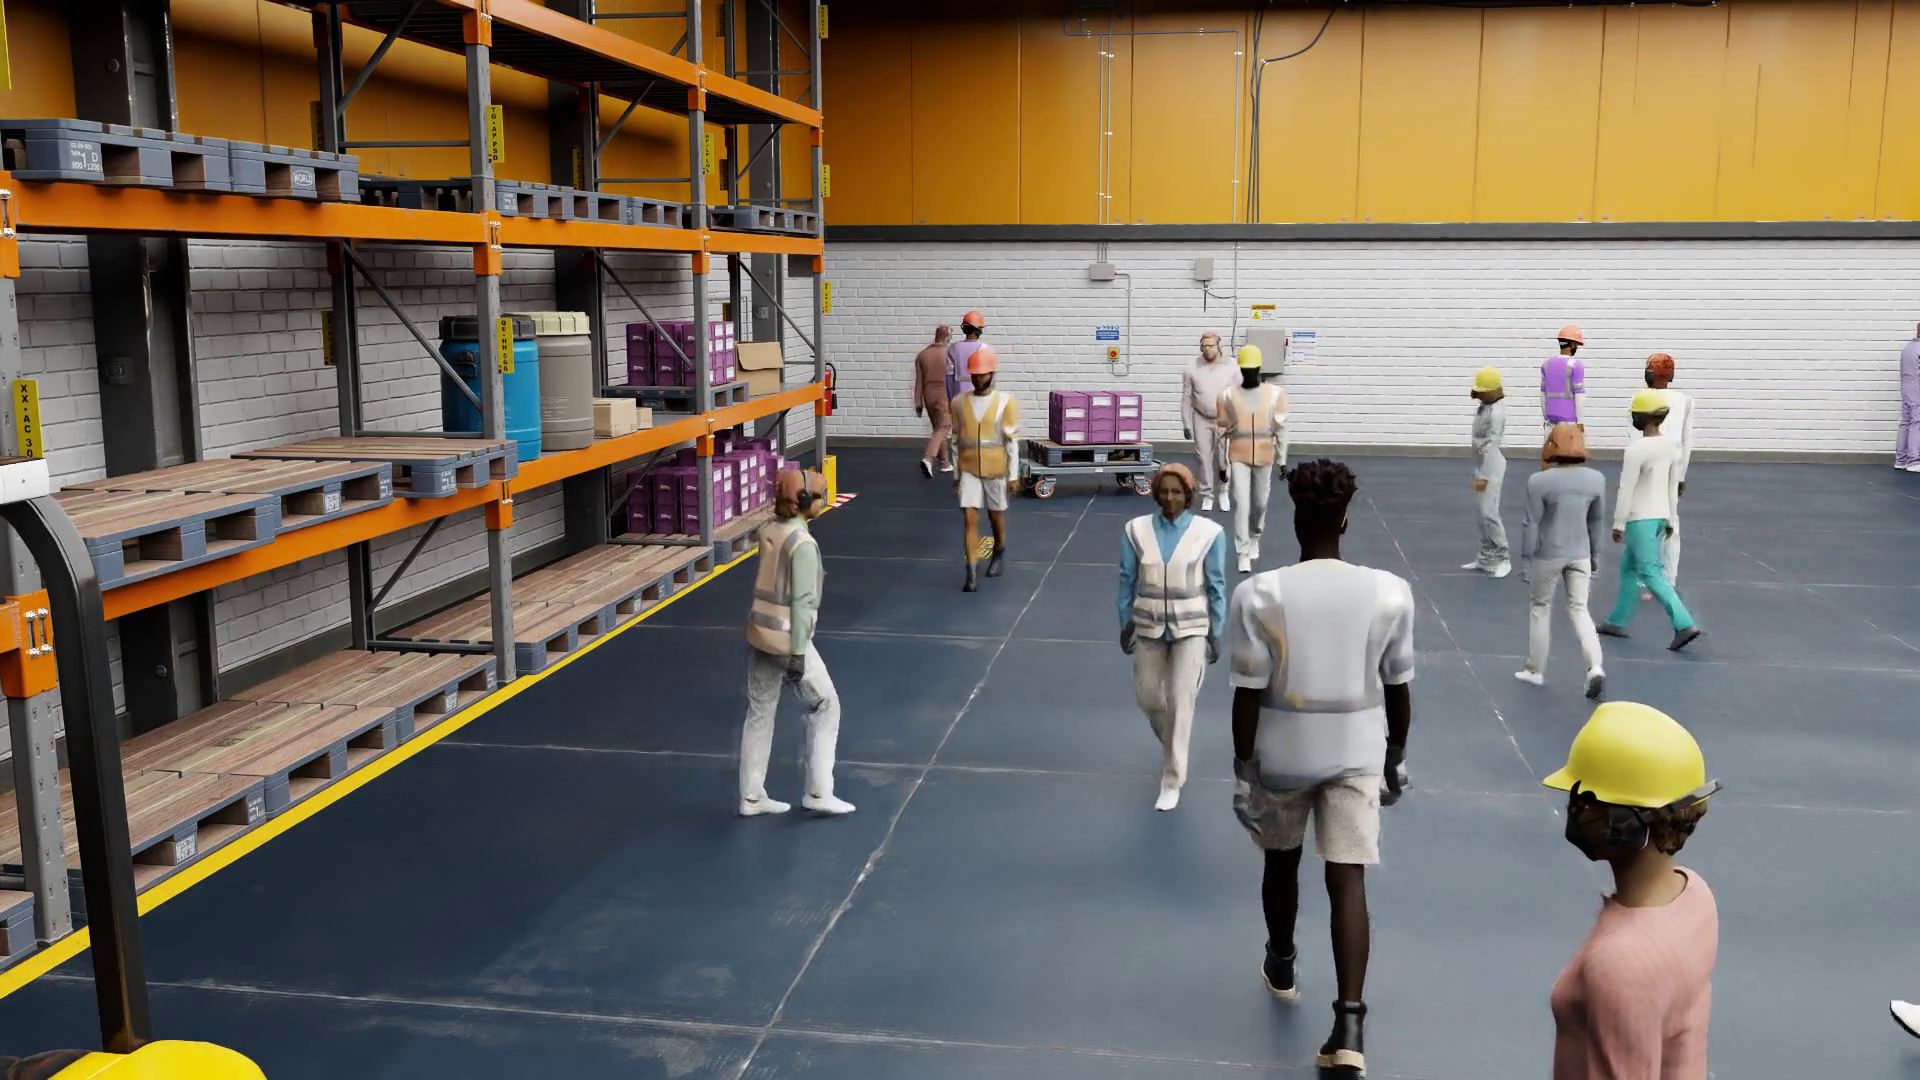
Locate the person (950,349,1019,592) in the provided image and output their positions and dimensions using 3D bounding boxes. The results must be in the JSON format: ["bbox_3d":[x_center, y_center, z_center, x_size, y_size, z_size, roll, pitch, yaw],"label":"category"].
[{"bbox_3d":[0.202,-0.585,13.304,0.555,1.903,0.962,2,9,10],"label":"person"}]

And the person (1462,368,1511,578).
[{"bbox_3d":[4.344,-0.552,13.689,0.368,1.718,0.544,1,9,4],"label":"person"}]

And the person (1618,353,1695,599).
[{"bbox_3d":[5.313,-0.484,12.719,0.575,1.881,0.356,-3,10,-18],"label":"person"}]

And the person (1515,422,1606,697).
[{"bbox_3d":[3.581,0.118,9.875,0.517,1.638,0.584,-1,9,-7],"label":"person"}]

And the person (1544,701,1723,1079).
[{"bbox_3d":[1.167,1.156,2.961,0.331,1.768,0.527,6,11,35],"label":"person"}]

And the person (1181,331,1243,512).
[{"bbox_3d":[2.615,-1.220,17.249,0.660,1.882,0.547,2,9,13],"label":"person"}]

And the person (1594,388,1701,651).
[{"bbox_3d":[4.620,-0.145,11.088,0.529,1.736,0.843,-7,11,-36],"label":"person"}]

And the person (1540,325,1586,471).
[{"bbox_3d":[6.413,-1.306,17.645,0.366,1.930,0.542,-5,11,-29],"label":"person"}]

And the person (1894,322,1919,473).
[{"bbox_3d":[11.971,-1.794,20.728,0.399,1.907,0.644,1,9,5],"label":"person"}]

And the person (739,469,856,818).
[{"bbox_3d":[-0.746,0.480,7.607,0.622,1.609,0.522,-5,11,-30],"label":"person"}]

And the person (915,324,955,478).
[{"bbox_3d":[-0.270,-1.703,20.327,0.632,1.863,0.965,5,11,30],"label":"person"}]

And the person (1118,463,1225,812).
[{"bbox_3d":[1.017,0.424,7.925,0.523,1.618,0.636,4,10,21],"label":"person"}]

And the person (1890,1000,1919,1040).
[{"bbox_3d":[3.523,0.771,5.093,1.008,1.842,0.658,5,11,30],"label":"person"}]

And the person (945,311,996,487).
[{"bbox_3d":[0.140,-1.639,19.350,0.611,2.042,0.395,4,10,23],"label":"person"}]

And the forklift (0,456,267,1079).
[{"bbox_3d":[-2.328,0.975,2.765,2.313,2.155,1.214,1,9,9],"label":"forklift"}]

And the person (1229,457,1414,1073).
[{"bbox_3d":[1.168,0.696,5.356,0.618,1.926,1.001,0,9,3],"label":"person"}]

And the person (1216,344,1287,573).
[{"bbox_3d":[2.460,-0.718,14.122,0.584,1.897,0.913,0,9,2],"label":"person"}]
